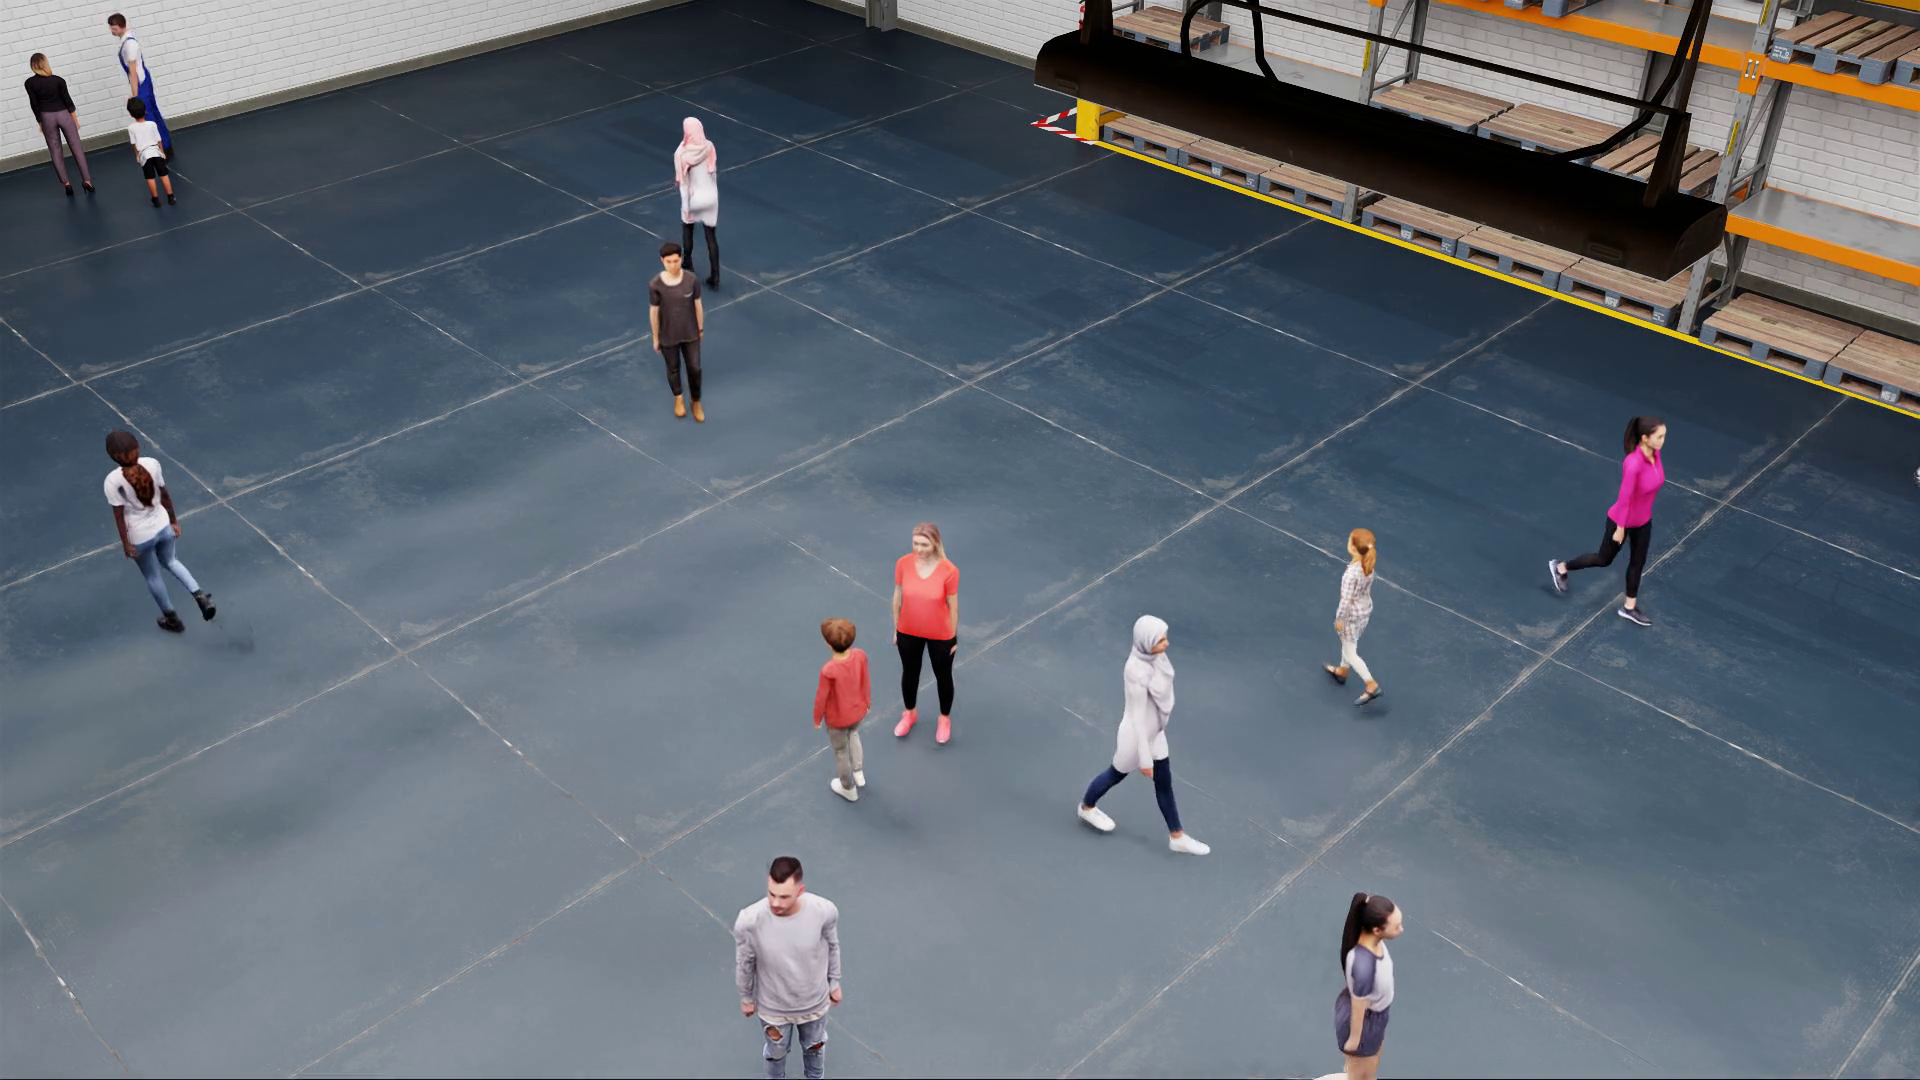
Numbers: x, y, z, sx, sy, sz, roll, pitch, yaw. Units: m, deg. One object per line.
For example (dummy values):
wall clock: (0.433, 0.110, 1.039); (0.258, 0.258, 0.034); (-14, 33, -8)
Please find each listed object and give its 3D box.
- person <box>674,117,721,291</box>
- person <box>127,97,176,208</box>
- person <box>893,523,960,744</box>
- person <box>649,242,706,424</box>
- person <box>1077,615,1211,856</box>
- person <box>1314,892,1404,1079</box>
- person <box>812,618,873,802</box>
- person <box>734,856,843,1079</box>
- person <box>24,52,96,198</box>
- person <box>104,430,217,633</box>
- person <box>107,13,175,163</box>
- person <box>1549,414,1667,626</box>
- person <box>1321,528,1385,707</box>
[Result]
person: (-2.624, -3.430, 17.118); (0.787, 1.772, 1.046); (-18, 38, -25)
person: (-9.330, -4.465, 19.138); (0.526, 1.258, 0.543); (-18, 38, -25)
person: (-0.220, 0.610, 11.110); (0.629, 1.693, 0.735); (8, 34, 12)
person: (-2.535, -1.904, 14.888); (0.780, 1.699, 0.835); (-6, 34, -9)
person: (1.027, 1.189, 10.207); (1.205, 1.730, 0.861); (17, 37, 23)
person: (1.948, 2.407, 8.459); (0.894, 1.636, 0.795); (8, 35, 12)
person: (-0.695, 1.111, 10.610); (0.544, 1.414, 0.502); (-26, 41, -33)
person: (-0.854, 2.293, 8.447); (0.764, 1.838, 0.759); (-7, 34, -10)
person: (-10.468, -4.816, 19.295); (0.678, 1.671, 0.674); (-12, 35, -18)
person: (-5.811, -0.020, 12.044); (0.864, 1.709, 0.710); (17, 37, 23)
person: (-9.936, -5.513, 20.208); (0.942, 1.820, 0.679); (-7, 34, -10)
person: (4.875, -0.181, 12.317); (0.616, 1.675, 1.050); (-26, 42, -34)
person: (2.793, 0.534, 11.590); (0.794, 1.288, 0.590); (20, 39, 28)
